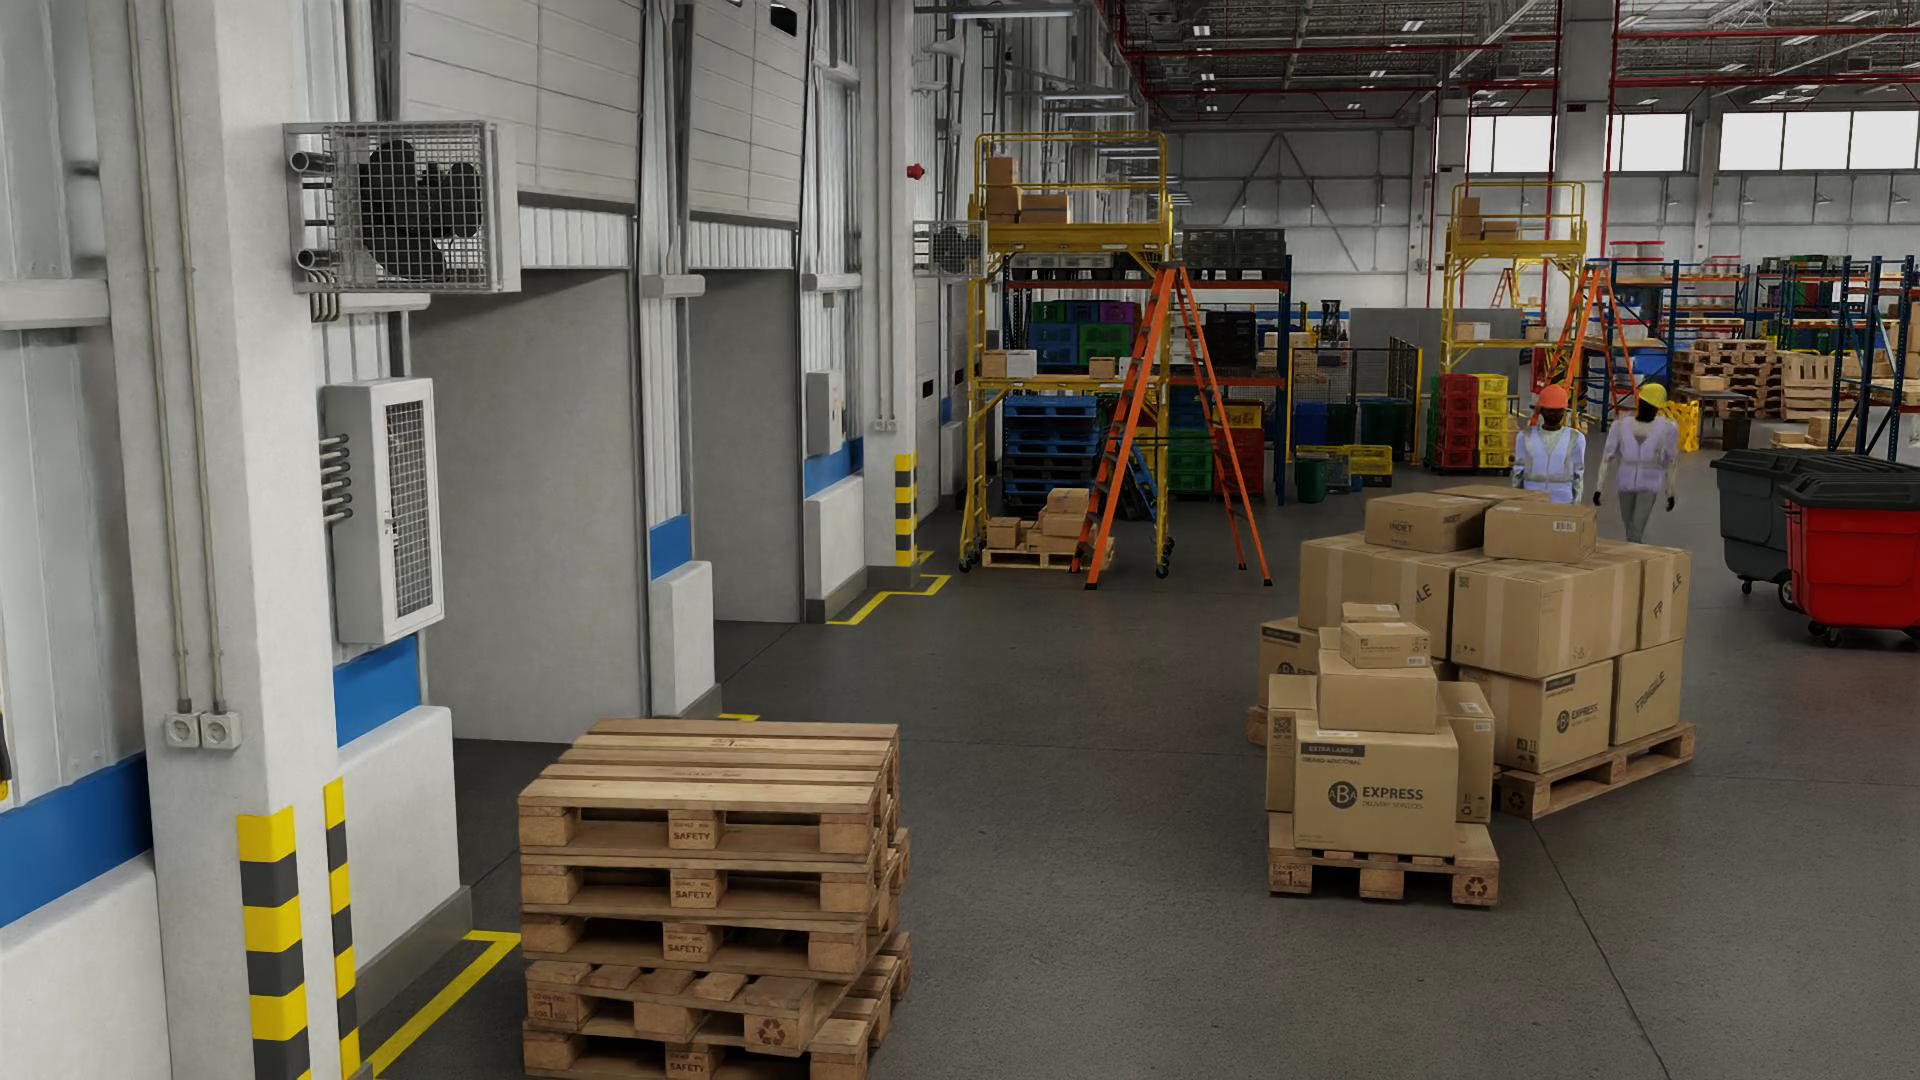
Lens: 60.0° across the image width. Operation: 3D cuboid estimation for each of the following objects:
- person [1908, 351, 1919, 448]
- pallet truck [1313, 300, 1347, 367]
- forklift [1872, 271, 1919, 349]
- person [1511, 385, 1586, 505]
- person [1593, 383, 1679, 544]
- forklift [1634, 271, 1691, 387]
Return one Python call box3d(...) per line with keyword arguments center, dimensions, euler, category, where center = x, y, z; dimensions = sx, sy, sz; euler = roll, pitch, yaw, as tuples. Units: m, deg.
box3d(center=(15.511, -2.340, 26.732), dimensions=(0.325, 1.736, 0.487), euler=(5, 10, 27), category="person")
box3d(center=(11.159, -6.200, 49.718), dimensions=(0.823, 1.965, 1.885), euler=(4, 10, 26), category="pallet truck")
box3d(center=(27.108, -6.283, 47.516), dimensions=(1.873, 2.768, 1.129), euler=(5, 11, 31), category="forklift")
box3d(center=(4.724, -0.282, 13.404), dimensions=(0.552, 1.936, 0.360), euler=(4, 10, 22), category="person")
box3d(center=(6.089, -0.491, 14.977), dimensions=(0.651, 1.856, 1.033), euler=(6, 11, 33), category="person")
box3d(center=(16.855, -5.190, 40.775), dimensions=(1.873, 2.768, 1.129), euler=(8, 12, 41), category="forklift")
